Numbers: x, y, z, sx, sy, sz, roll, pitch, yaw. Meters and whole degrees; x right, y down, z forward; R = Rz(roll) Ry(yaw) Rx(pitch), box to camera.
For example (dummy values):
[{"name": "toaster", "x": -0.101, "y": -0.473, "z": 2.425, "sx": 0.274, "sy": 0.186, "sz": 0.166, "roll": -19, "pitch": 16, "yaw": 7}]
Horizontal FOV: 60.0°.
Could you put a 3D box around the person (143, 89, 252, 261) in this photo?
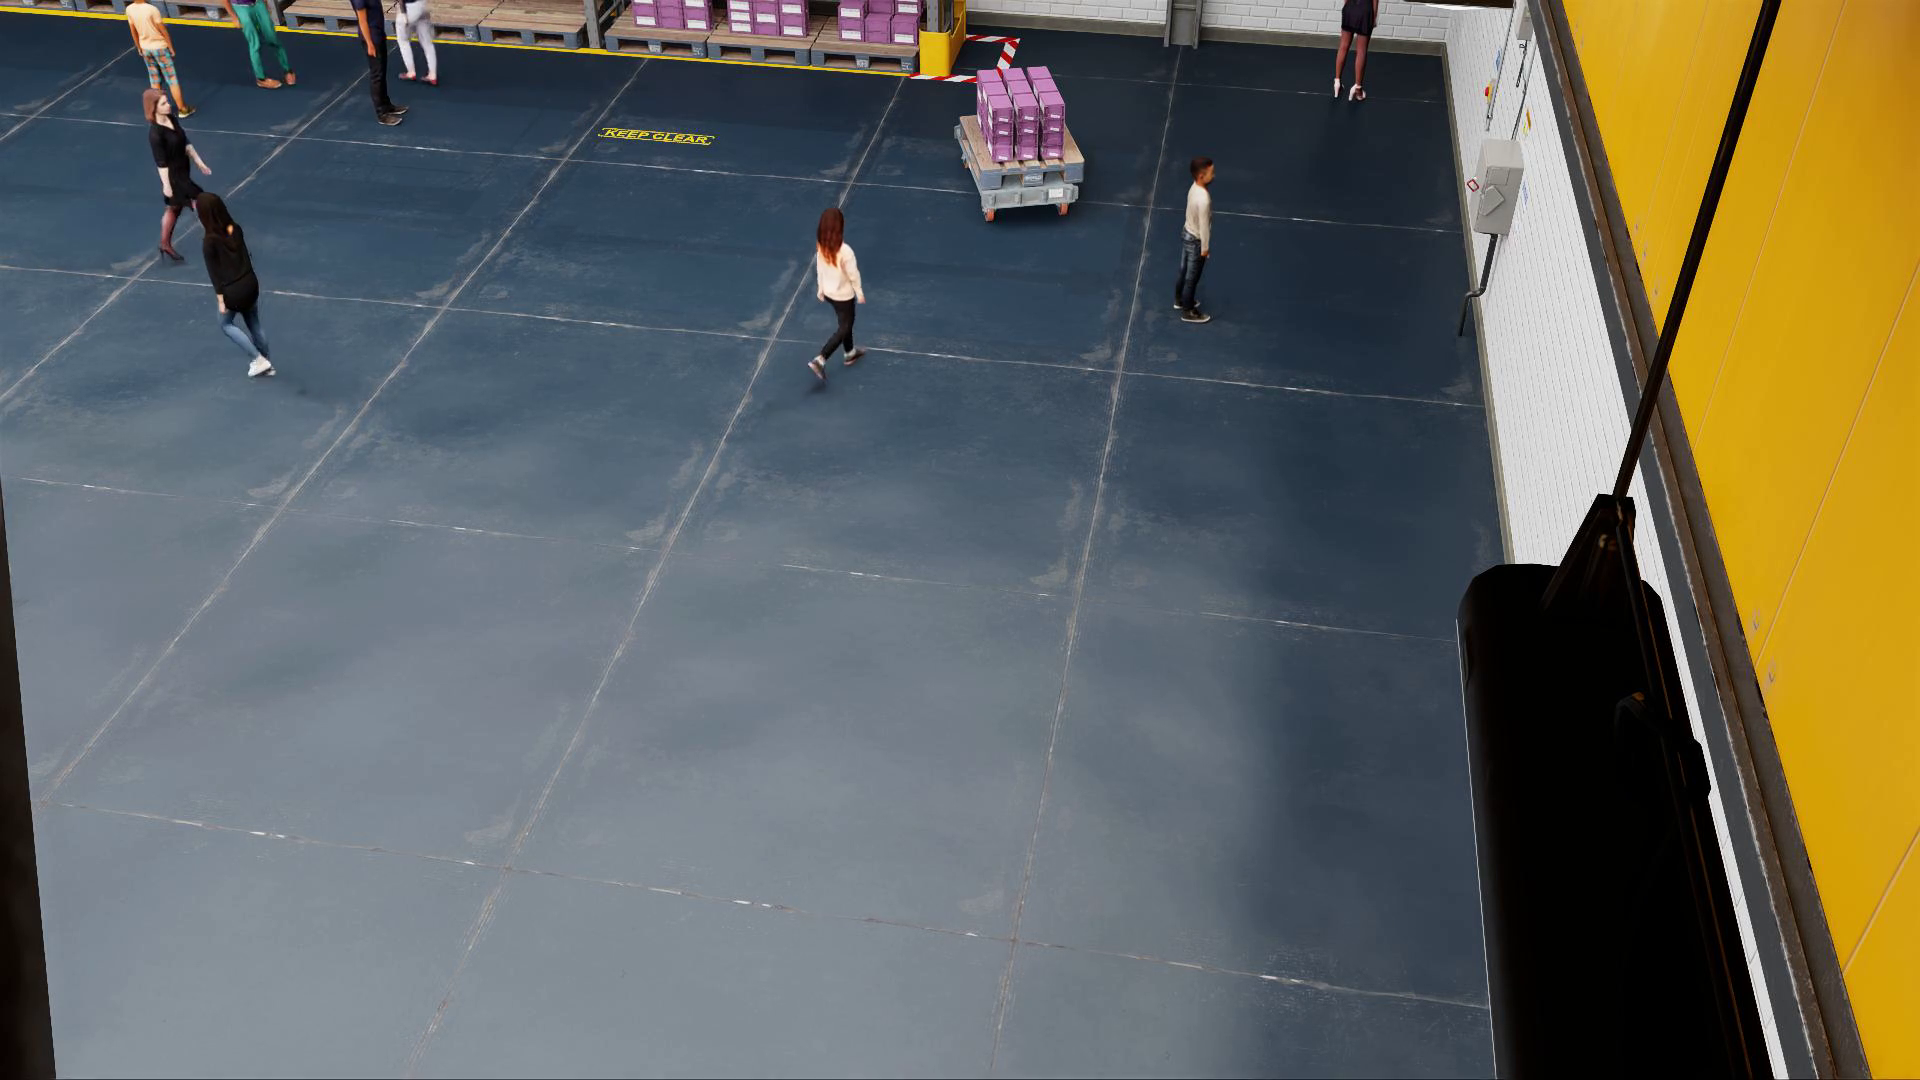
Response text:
[{"name": "person", "x": -7.060, "y": -3.208, "z": 14.851, "sx": 1.113, "sy": 1.655, "sz": 0.785, "roll": -4, "pitch": 39, "yaw": -5}]

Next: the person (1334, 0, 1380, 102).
[{"name": "person", "x": 4.240, "y": -5.568, "z": 17.699, "sx": 0.629, "sy": 1.788, "sz": 0.718, "roll": 28, "pitch": 46, "yaw": 30}]

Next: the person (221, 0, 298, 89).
[{"name": "person", "x": -7.722, "y": -5.703, "z": 17.929, "sx": 0.863, "sy": 1.713, "sz": 0.828, "roll": 27, "pitch": 46, "yaw": 29}]

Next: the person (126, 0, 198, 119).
[{"name": "person", "x": -8.446, "y": -5.154, "z": 17.444, "sx": 0.448, "sy": 1.460, "sz": 0.613, "roll": 1, "pitch": 39, "yaw": 2}]

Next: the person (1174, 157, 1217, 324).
[{"name": "person", "x": 2.009, "y": -2.580, "z": 14.219, "sx": 0.588, "sy": 1.462, "sz": 0.613, "roll": -5, "pitch": 39, "yaw": -6}]

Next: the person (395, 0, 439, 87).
[{"name": "person", "x": -5.880, "y": -5.705, "z": 18.035, "sx": 0.820, "sy": 1.583, "sz": 0.727, "roll": 15, "pitch": 41, "yaw": 18}]

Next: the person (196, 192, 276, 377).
[{"name": "person", "x": -5.764, "y": -2.005, "z": 13.360, "sx": 0.666, "sy": 1.636, "sz": 0.654, "roll": 16, "pitch": 41, "yaw": 19}]

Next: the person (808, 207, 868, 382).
[{"name": "person", "x": -1.014, "y": -1.972, "z": 13.457, "sx": 0.932, "sy": 1.463, "sz": 0.925, "roll": -31, "pitch": 48, "yaw": -33}]

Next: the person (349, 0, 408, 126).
[{"name": "person", "x": -6.105, "y": -5.231, "z": 17.274, "sx": 0.589, "sy": 1.792, "sz": 0.684, "roll": -1, "pitch": 39, "yaw": -1}]
